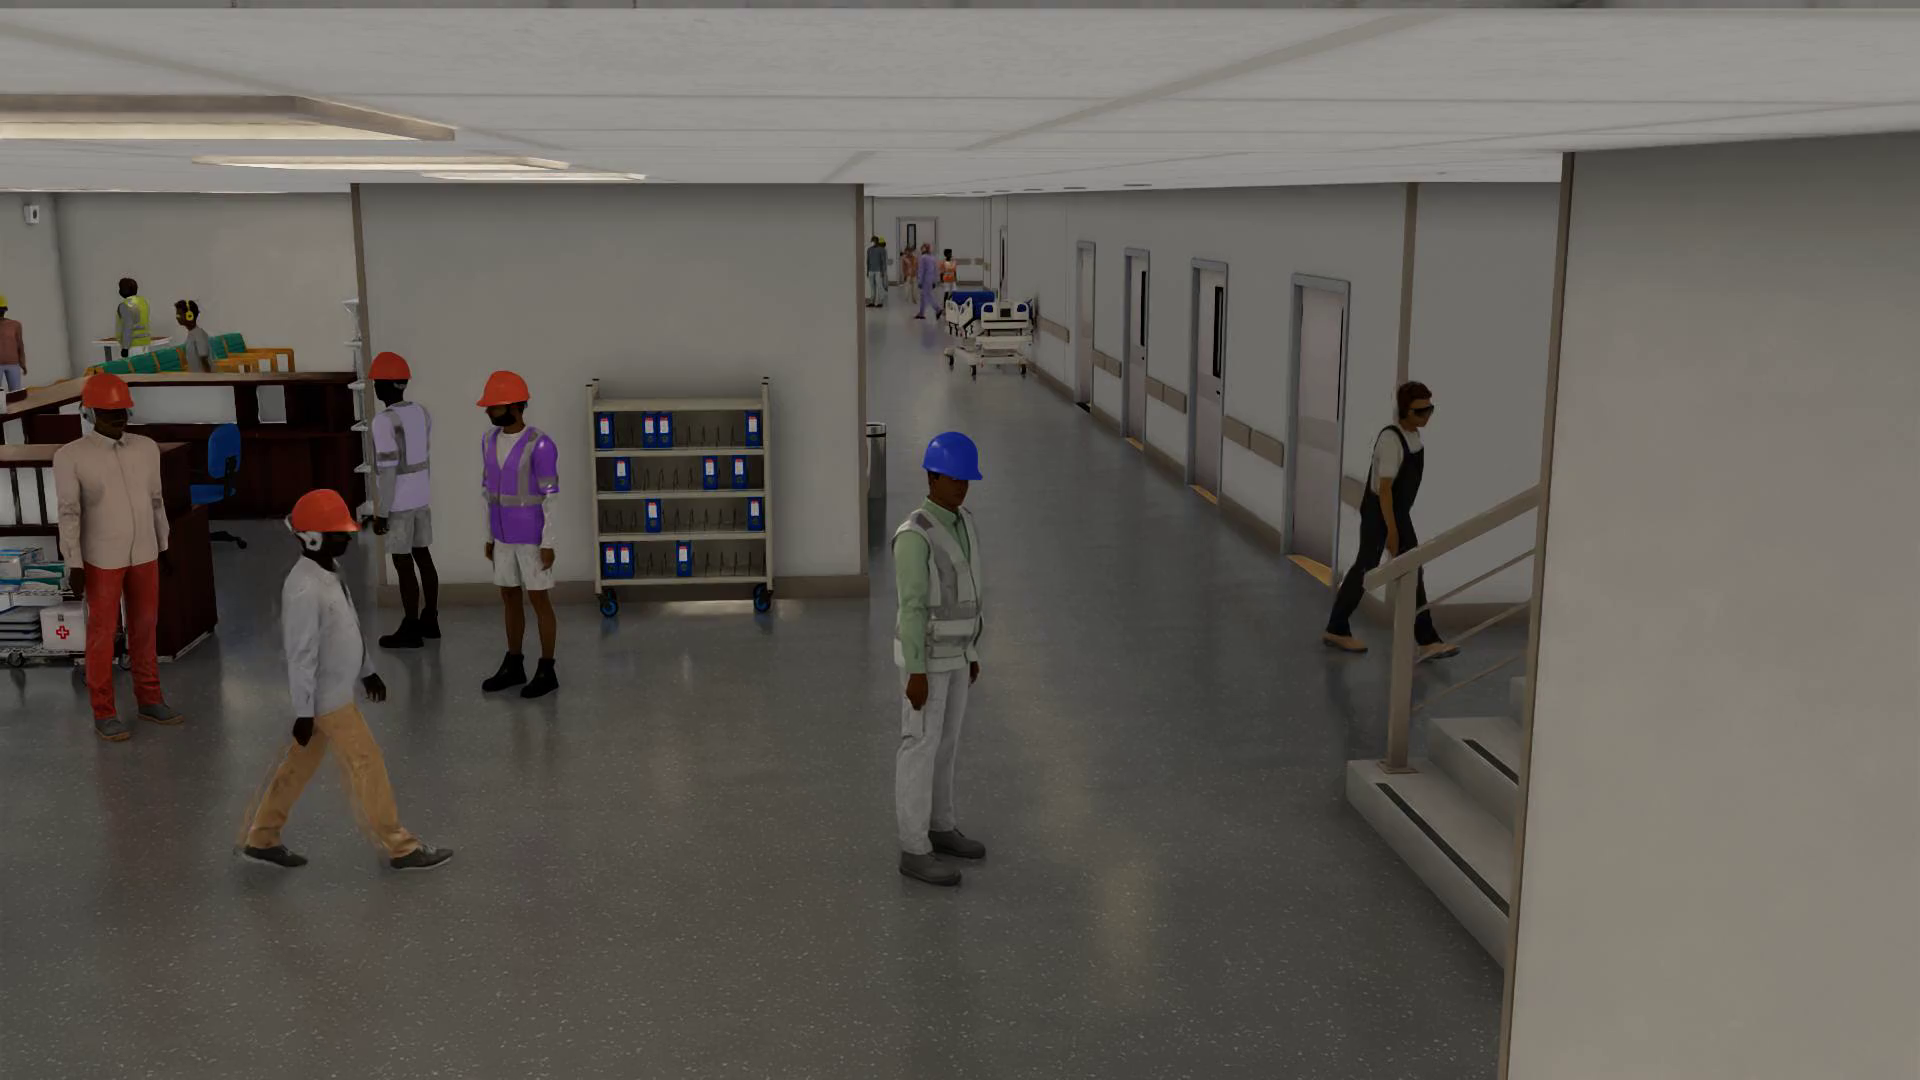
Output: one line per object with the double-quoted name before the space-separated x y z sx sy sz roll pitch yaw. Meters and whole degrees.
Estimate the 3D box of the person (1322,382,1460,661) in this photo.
"person" 2.757 -0.111 10.500 0.983 1.787 0.533 10 15 40

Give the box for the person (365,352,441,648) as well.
"person" -3.659 -0.258 10.873 0.365 1.939 0.542 3 12 14

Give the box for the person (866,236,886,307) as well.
"person" -2.293 -7.310 45.335 0.629 1.940 0.379 9 14 36

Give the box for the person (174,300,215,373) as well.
"person" -8.218 -1.641 17.843 0.598 1.847 0.554 -7 13 -29

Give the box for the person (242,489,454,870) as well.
"person" -2.732 0.617 7.165 0.895 1.713 0.558 -3 12 -14

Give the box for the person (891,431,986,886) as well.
"person" -0.079 0.493 7.187 0.402 1.944 0.606 5 13 23

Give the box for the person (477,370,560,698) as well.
"person" -2.603 -0.033 9.782 0.547 1.934 0.375 7 13 30

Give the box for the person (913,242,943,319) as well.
"person" -0.779 -6.353 40.813 0.857 1.881 0.651 6 13 28

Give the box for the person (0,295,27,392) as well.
"person" -11.879 -2.175 20.667 0.310 1.769 0.523 10 15 40

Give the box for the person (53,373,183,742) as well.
"person" -4.572 0.083 9.066 0.390 1.992 0.624 6 13 28

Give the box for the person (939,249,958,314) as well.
"person" -0.294 -6.592 42.445 0.545 1.680 0.375 -8 14 -34

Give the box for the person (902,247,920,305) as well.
"person" -1.319 -7.342 46.290 0.644 1.611 0.326 -7 13 -30

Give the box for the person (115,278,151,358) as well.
"person" -11.489 -2.714 23.116 0.429 1.844 0.622 0 12 -1

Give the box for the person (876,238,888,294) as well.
"person" -2.441 -8.578 52.015 0.312 1.741 0.487 -8 14 -34
